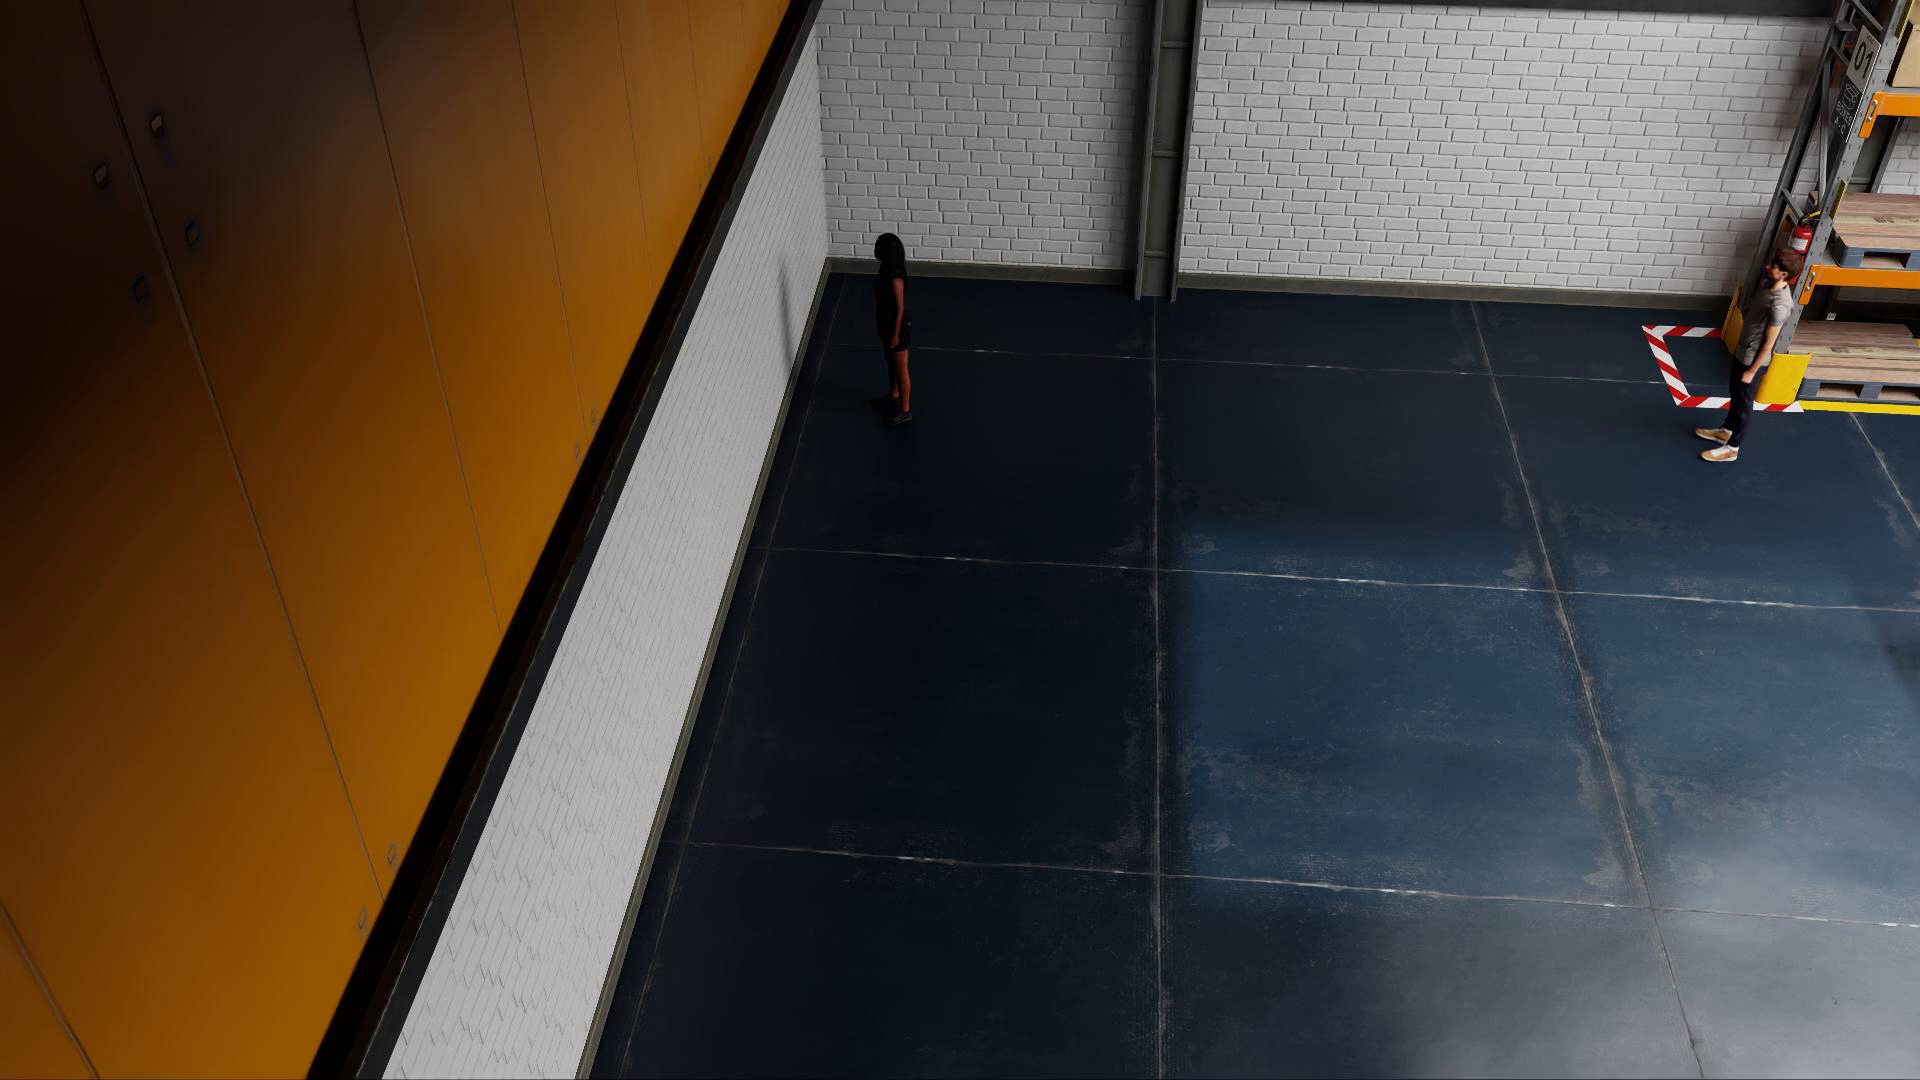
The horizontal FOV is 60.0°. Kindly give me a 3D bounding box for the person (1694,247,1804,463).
[{"bbox_3d":[6.364,-1.490,13.338,0.606,1.896,0.684,9,39,11],"label":"person"}]

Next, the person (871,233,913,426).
[{"bbox_3d":[-0.557,-1.770,13.811,0.655,1.743,0.676,-11,40,-14],"label":"person"}]
